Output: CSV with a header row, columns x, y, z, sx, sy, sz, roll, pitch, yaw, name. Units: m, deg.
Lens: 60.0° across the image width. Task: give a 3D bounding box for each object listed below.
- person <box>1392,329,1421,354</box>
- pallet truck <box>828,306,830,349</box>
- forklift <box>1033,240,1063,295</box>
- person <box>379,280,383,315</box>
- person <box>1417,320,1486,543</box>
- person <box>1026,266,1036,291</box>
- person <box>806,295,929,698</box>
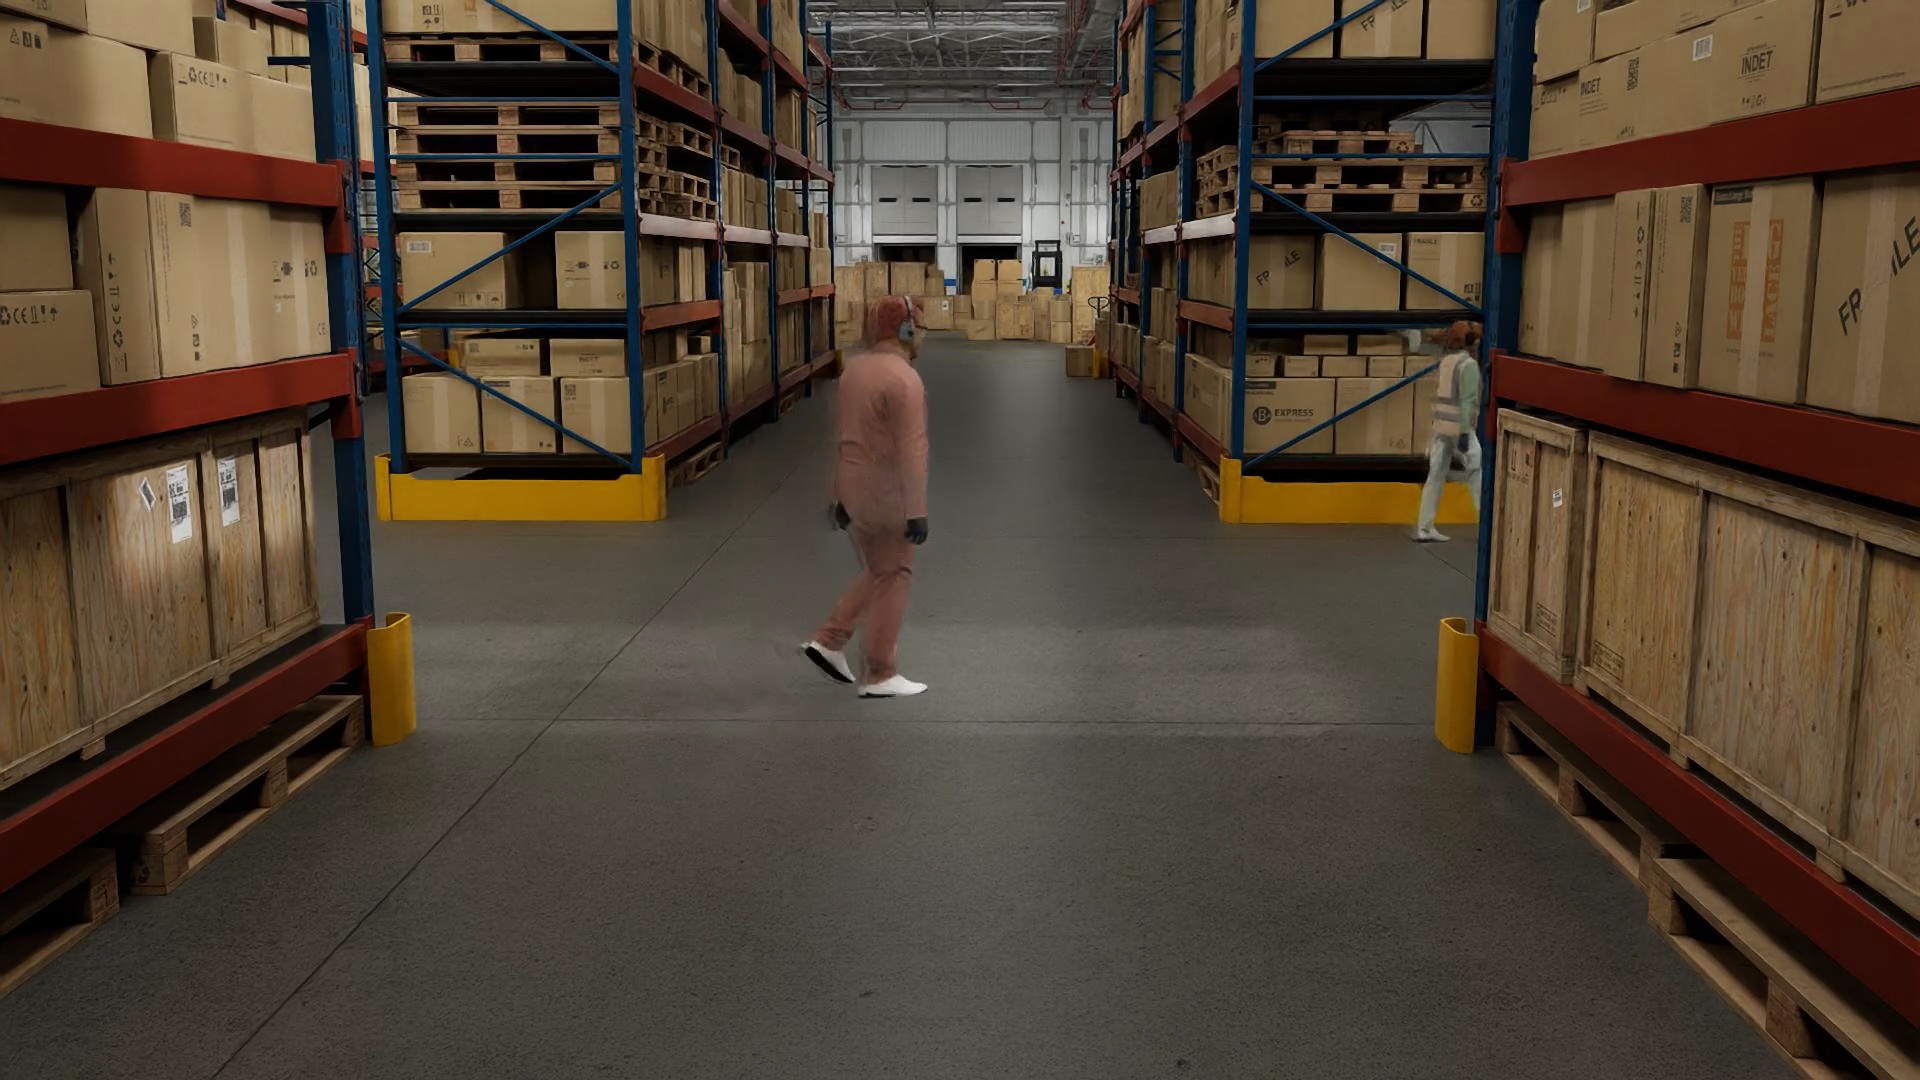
x,y,z,sx,sy,sz,roll,pitch,yaw,name
5.300,-2.267,19.782,0.421,2.003,0.667,6,11,33,person
-3.100,-3.940,29.800,1.885,1.965,0.823,3,10,19,pallet truck
3.138,-9.353,59.589,1.129,2.768,1.873,0,9,1,forklift
-20.464,-8.722,59.339,0.535,1.699,0.318,2,10,10,person
3.671,-0.773,11.977,0.796,1.599,0.550,-2,10,-10,person
2.840,-9.630,64.229,0.573,1.883,0.355,0,9,-3,person
-0.385,-0.189,7.704,0.484,1.883,0.648,-5,11,-26,person
